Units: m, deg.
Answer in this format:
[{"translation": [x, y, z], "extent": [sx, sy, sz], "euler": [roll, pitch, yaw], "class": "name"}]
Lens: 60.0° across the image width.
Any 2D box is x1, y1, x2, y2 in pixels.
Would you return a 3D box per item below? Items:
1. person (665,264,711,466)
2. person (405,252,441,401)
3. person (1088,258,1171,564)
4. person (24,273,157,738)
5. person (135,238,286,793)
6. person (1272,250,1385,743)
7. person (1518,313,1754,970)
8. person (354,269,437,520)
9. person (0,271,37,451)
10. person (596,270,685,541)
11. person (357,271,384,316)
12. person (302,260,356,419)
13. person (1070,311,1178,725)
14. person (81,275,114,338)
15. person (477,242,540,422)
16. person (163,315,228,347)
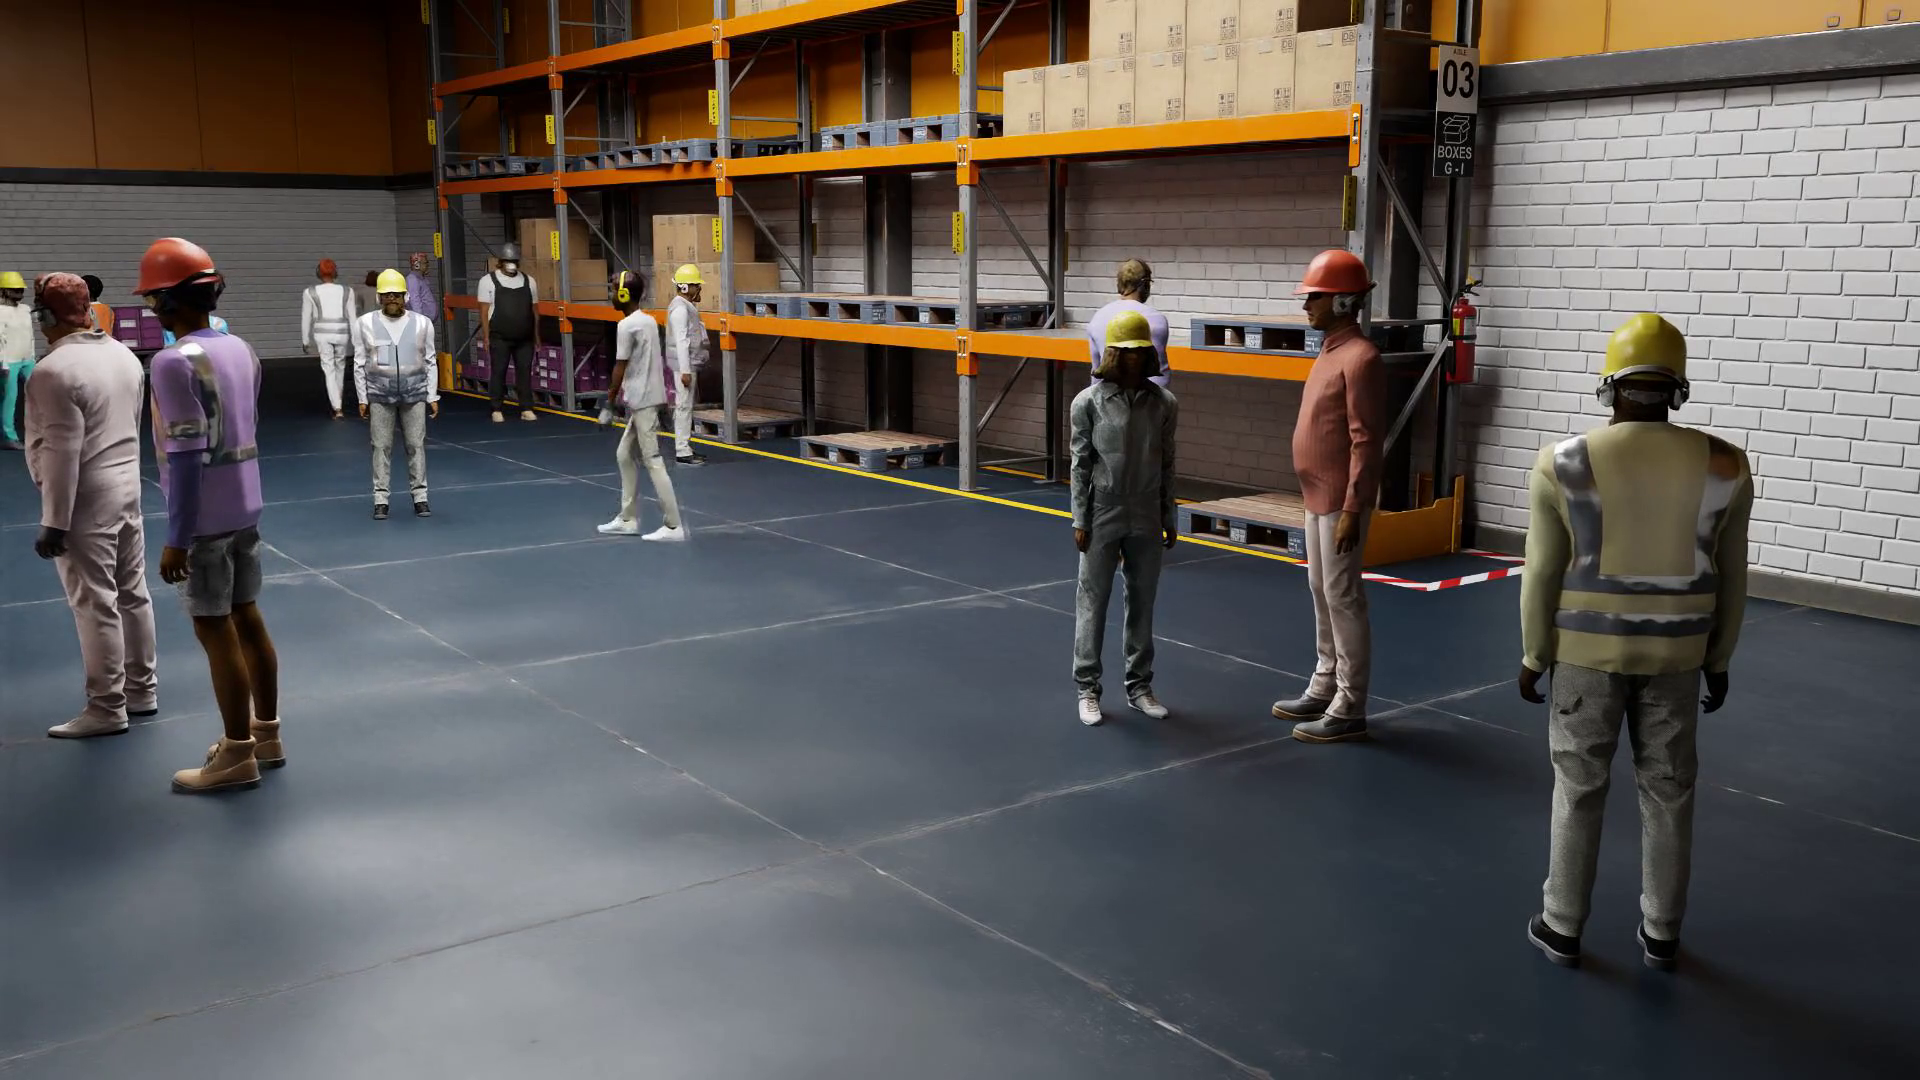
[{"translation": [-2.479, -1.594, 15.199], "extent": [0.403, 1.830, 0.601], "euler": [-1, 10, -6], "class": "person"}, {"translation": [-6.919, -2.743, 21.428], "extent": [0.410, 1.909, 0.643], "euler": [-3, 10, -14], "class": "person"}, {"translation": [1.065, -0.793, 10.442], "extent": [0.354, 1.932, 0.631], "euler": [-8, 13, -39], "class": "person"}, {"translation": [-3.613, -0.140, 6.865], "extent": [0.404, 1.903, 0.636], "euler": [0, 10, 2], "class": "person"}, {"translation": [-2.796, -0.083, 6.150], "extent": [0.392, 2.040, 0.611], "euler": [0, 10, 2], "class": "person"}, {"translation": [1.518, -0.173, 6.787], "extent": [0.386, 1.992, 0.625], "euler": [0, 10, -2], "class": "person"}, {"translation": [1.849, 0.295, 4.623], "extent": [0.590, 1.833, 0.404], "euler": [1, 10, 8], "class": "person"}, {"translation": [-4.146, -1.068, 12.255], "extent": [0.586, 1.833, 0.403], "euler": [-4, 11, -22], "class": "person"}, {"translation": [-9.105, -1.731, 16.186], "extent": [0.642, 1.743, 0.557], "euler": [2, 10, 13], "class": "person"}, {"translation": [-2.239, -0.900, 11.303], "extent": [0.810, 1.841, 0.518], "euler": [1, 10, 6], "class": "person"}, {"translation": [-9.191, -3.405, 26.049], "extent": [0.504, 1.580, 0.884], "euler": [0, 10, -1], "class": "person"}, {"translation": [-7.303, -2.323, 19.291], "extent": [0.593, 1.838, 0.976], "euler": [-6, 12, -31], "class": "person"}, {"translation": [0.700, -0.090, 7.030], "extent": [0.487, 1.744, 0.295], "euler": [-3, 11, -18], "class": "person"}, {"translation": [-8.931, -1.887, 17.212], "extent": [0.318, 1.700, 0.536], "euler": [0, 10, 1], "class": "person"}, {"translation": [-5.093, -2.360, 18.908], "extent": [0.688, 2.000, 0.536], "euler": [-6, 12, -32], "class": "person"}, {"translation": [-6.534, -1.365, 14.292], "extent": [0.535, 1.699, 0.321], "euler": [-6, 12, -30], "class": "person"}]
